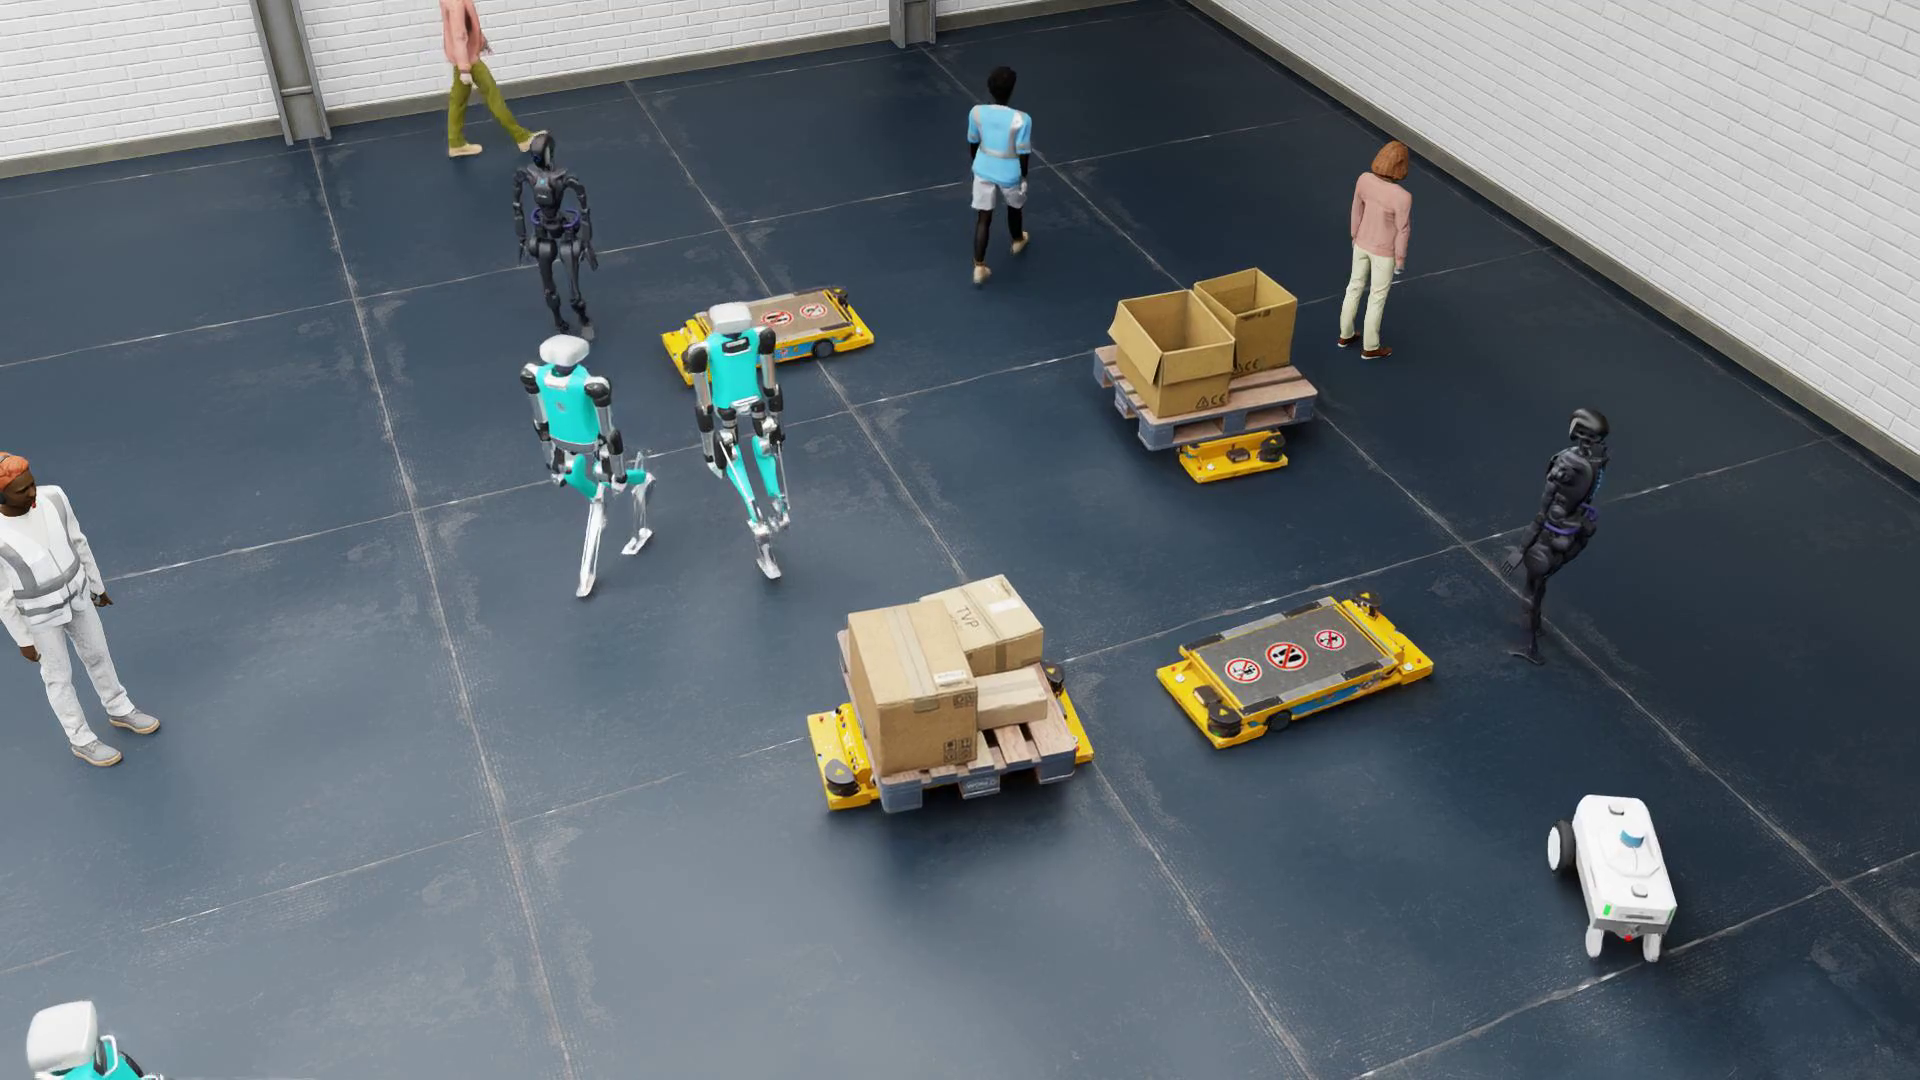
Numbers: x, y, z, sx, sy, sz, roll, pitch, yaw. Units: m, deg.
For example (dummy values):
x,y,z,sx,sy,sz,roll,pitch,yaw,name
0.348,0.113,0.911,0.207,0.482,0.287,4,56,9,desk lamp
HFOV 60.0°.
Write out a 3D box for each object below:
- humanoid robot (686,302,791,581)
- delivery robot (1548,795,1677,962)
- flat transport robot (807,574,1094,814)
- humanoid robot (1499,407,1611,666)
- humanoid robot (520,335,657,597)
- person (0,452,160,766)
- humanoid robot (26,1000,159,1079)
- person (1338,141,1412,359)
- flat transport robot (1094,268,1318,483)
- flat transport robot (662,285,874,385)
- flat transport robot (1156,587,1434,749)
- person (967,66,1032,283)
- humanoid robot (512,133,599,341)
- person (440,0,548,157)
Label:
x,y,z,sx,sy,sz,roll,pitch,yaw,name
-1.197,-0.481,9.710,0.530,1.778,0.874,-19,41,-23,humanoid robot
3.163,1.574,7.977,0.499,0.579,0.753,4,38,5,delivery robot
-0.060,1.034,8.927,1.431,0.231,0.659,-9,38,-11,flat transport robot
3.246,-0.022,9.144,0.601,1.658,0.371,-27,45,-30,humanoid robot
-2.096,-0.551,9.798,0.540,1.755,0.919,11,39,14,humanoid robot
-4.609,0.346,8.504,0.361,1.880,0.573,14,40,17,person
-2.727,2.201,6.237,1.012,1.762,0.568,-17,41,-21,humanoid robot
2.972,-2.064,11.838,0.282,1.632,0.500,-24,44,-28,person
1.636,-0.895,11.438,0.659,0.231,1.431,-11,39,-14,flat transport robot
-1.415,-1.517,12.248,1.431,0.231,0.659,-15,40,-19,flat transport robot
1.889,0.705,9.355,1.431,0.231,0.659,-16,40,-20,flat transport robot
0.308,-2.852,12.848,0.543,1.646,0.891,13,40,17,person
-2.907,-2.163,11.941,0.608,1.648,0.364,4,38,5,humanoid robot
-4.188,-4.235,14.531,0.936,1.791,0.547,-12,39,-15,person
